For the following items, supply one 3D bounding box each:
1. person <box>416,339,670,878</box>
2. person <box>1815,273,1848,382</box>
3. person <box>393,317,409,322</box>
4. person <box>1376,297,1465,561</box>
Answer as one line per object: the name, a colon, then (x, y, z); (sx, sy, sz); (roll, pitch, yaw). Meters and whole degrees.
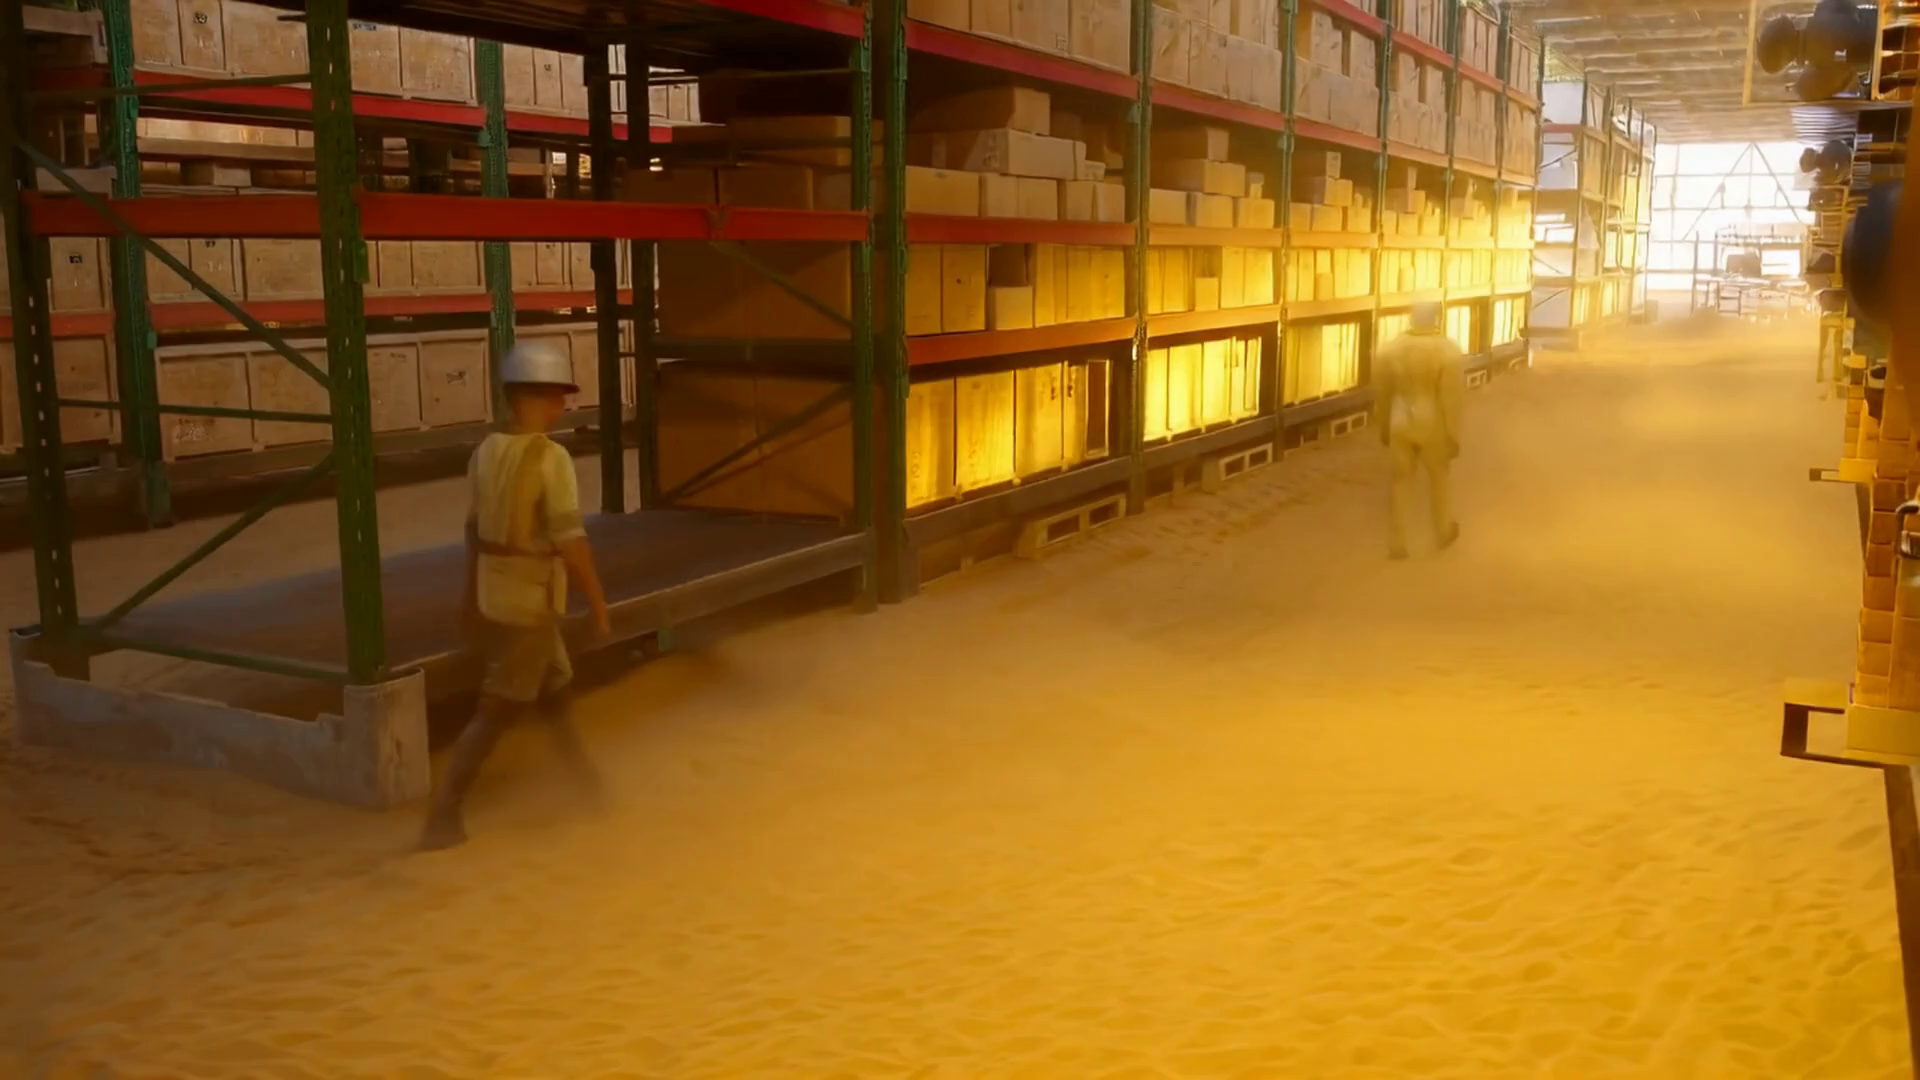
person: (-1.518, 0.235, 5.923); (1.018, 1.871, 0.663); (-8, 13, -39)
person: (14.755, -3.586, 28.108); (0.571, 1.840, 0.374); (9, 13, 41)
person: (-6.828, -2.210, 20.447); (0.320, 1.737, 0.487); (-3, 10, -15)
person: (3.320, -0.802, 11.931); (0.676, 1.853, 0.975); (7, 12, 34)
